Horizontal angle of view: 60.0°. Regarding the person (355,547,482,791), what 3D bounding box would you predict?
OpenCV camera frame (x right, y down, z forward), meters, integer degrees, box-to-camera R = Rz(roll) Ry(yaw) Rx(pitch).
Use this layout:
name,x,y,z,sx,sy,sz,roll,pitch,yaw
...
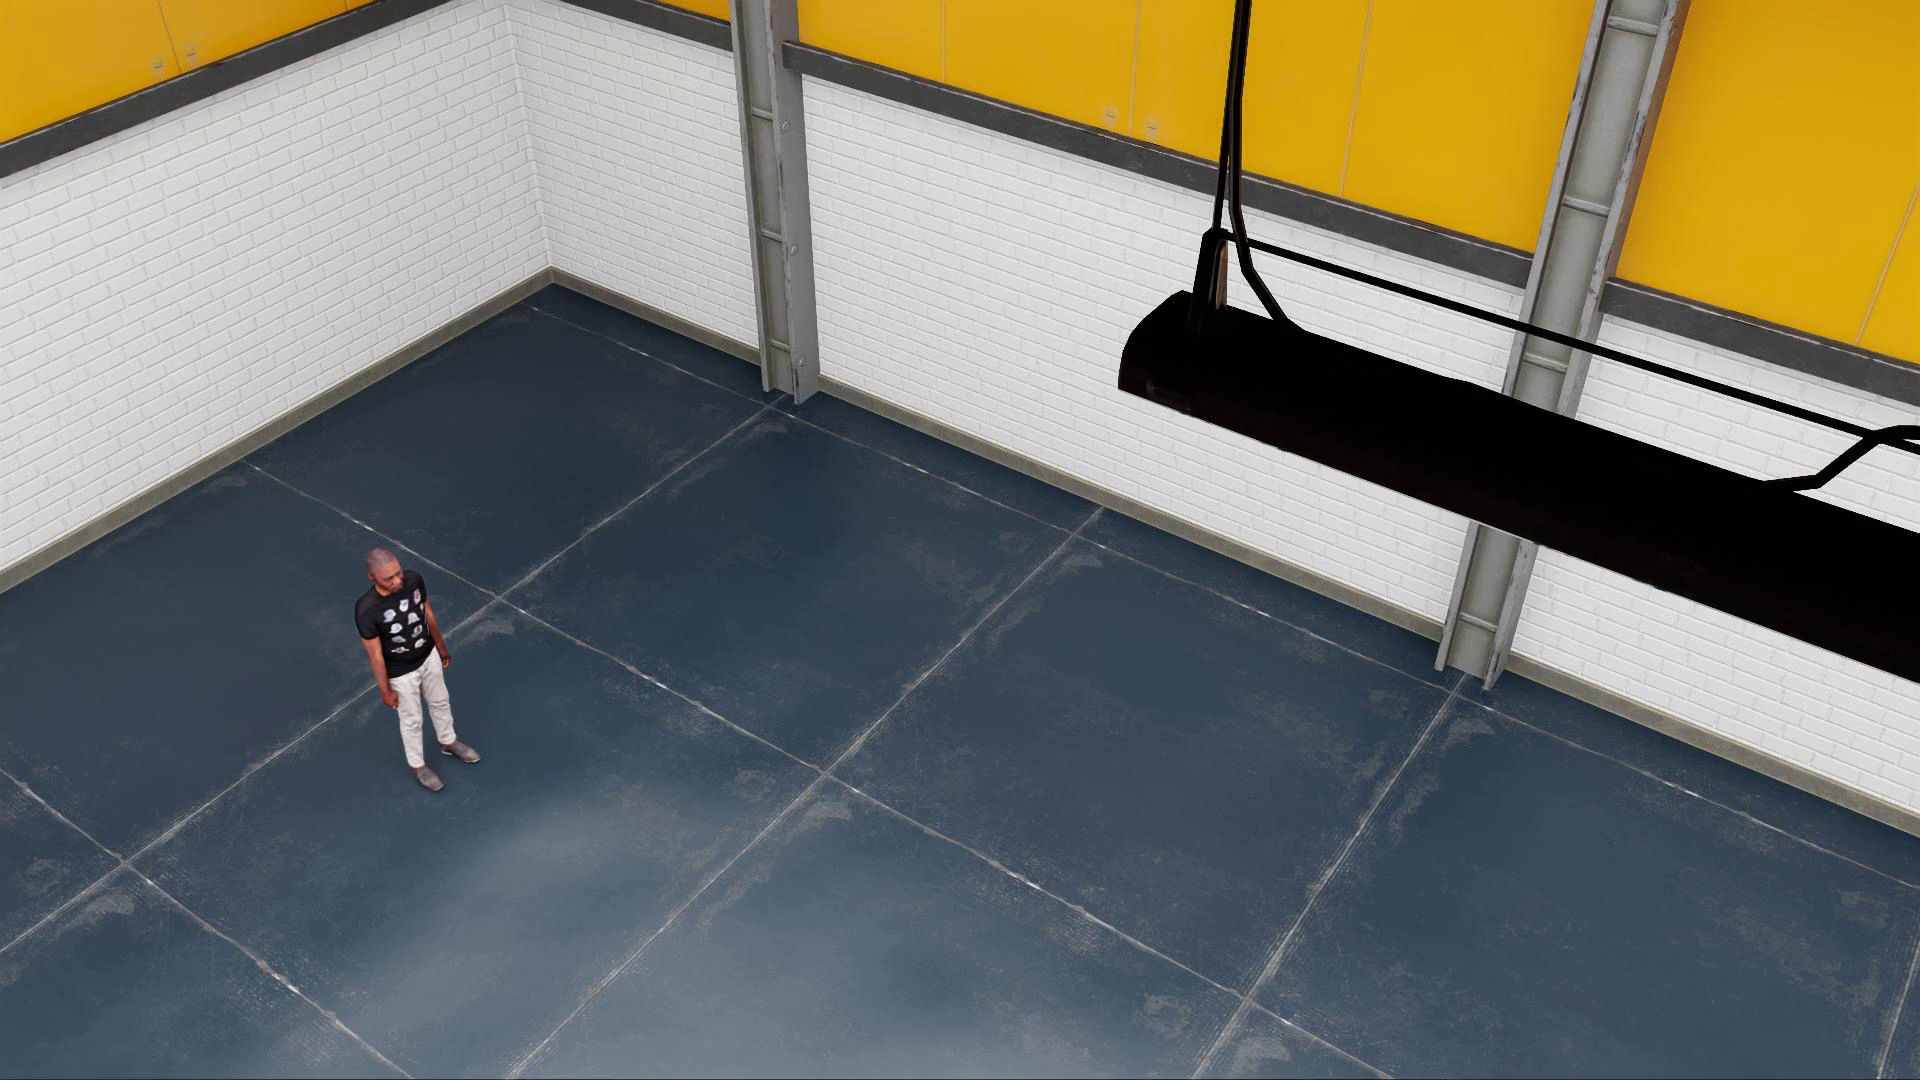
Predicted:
name,x,y,z,sx,sy,sz,roll,pitch,yaw
person,-3.351,0.742,10.101,0.606,1.802,0.658,22,43,25
